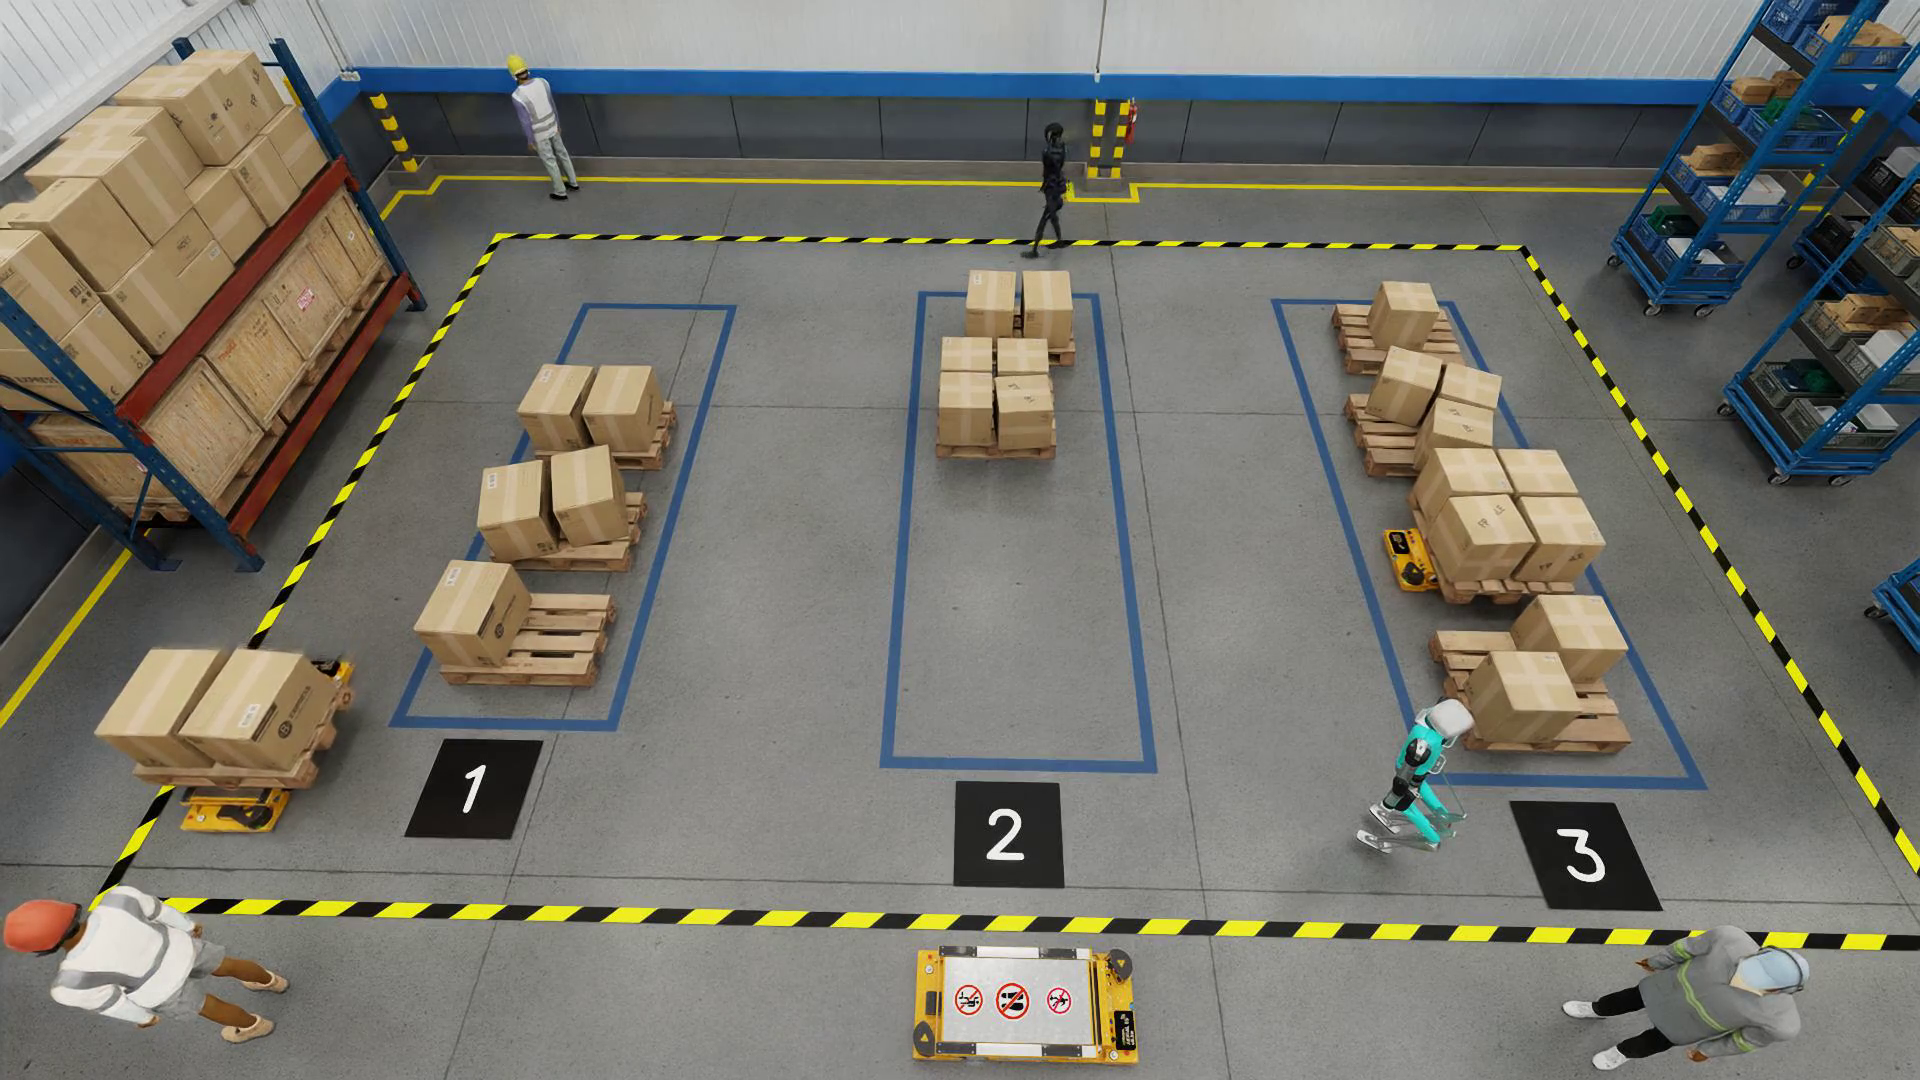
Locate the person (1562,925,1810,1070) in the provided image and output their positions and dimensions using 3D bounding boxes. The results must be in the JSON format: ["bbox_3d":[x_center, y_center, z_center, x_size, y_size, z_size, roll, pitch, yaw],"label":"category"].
[{"bbox_3d":[4.178,2.674,5.285,0.386,1.852,0.586,-7,51,-6],"label":"person"}]

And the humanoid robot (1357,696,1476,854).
[{"bbox_3d":[3.143,1.683,6.079,0.735,1.677,0.533,35,59,25],"label":"humanoid robot"}]

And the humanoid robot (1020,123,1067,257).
[{"bbox_3d":[1.048,-4.194,11.005,0.656,1.634,0.612,-7,51,-6],"label":"humanoid robot"}]

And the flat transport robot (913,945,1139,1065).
[{"bbox_3d":[0.422,3.041,6.007,1.431,0.231,0.659,1,51,1],"label":"flat transport robot"}]

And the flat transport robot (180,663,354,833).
[{"bbox_3d":[-5.433,1.563,7.194,0.652,0.197,1.431,1,51,1],"label":"flat transport robot"}]

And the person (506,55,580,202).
[{"bbox_3d":[-5.367,-5.254,11.765,0.404,1.823,0.590,21,54,16],"label":"person"}]

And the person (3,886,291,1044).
[{"bbox_3d":[-4.647,2.489,5.311,0.365,2.048,0.607,-2,51,-1],"label":"person"}]

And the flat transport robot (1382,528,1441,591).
[{"bbox_3d":[4.682,0.155,8.342,1.431,0.197,0.652,1,51,1],"label":"flat transport robot"}]
